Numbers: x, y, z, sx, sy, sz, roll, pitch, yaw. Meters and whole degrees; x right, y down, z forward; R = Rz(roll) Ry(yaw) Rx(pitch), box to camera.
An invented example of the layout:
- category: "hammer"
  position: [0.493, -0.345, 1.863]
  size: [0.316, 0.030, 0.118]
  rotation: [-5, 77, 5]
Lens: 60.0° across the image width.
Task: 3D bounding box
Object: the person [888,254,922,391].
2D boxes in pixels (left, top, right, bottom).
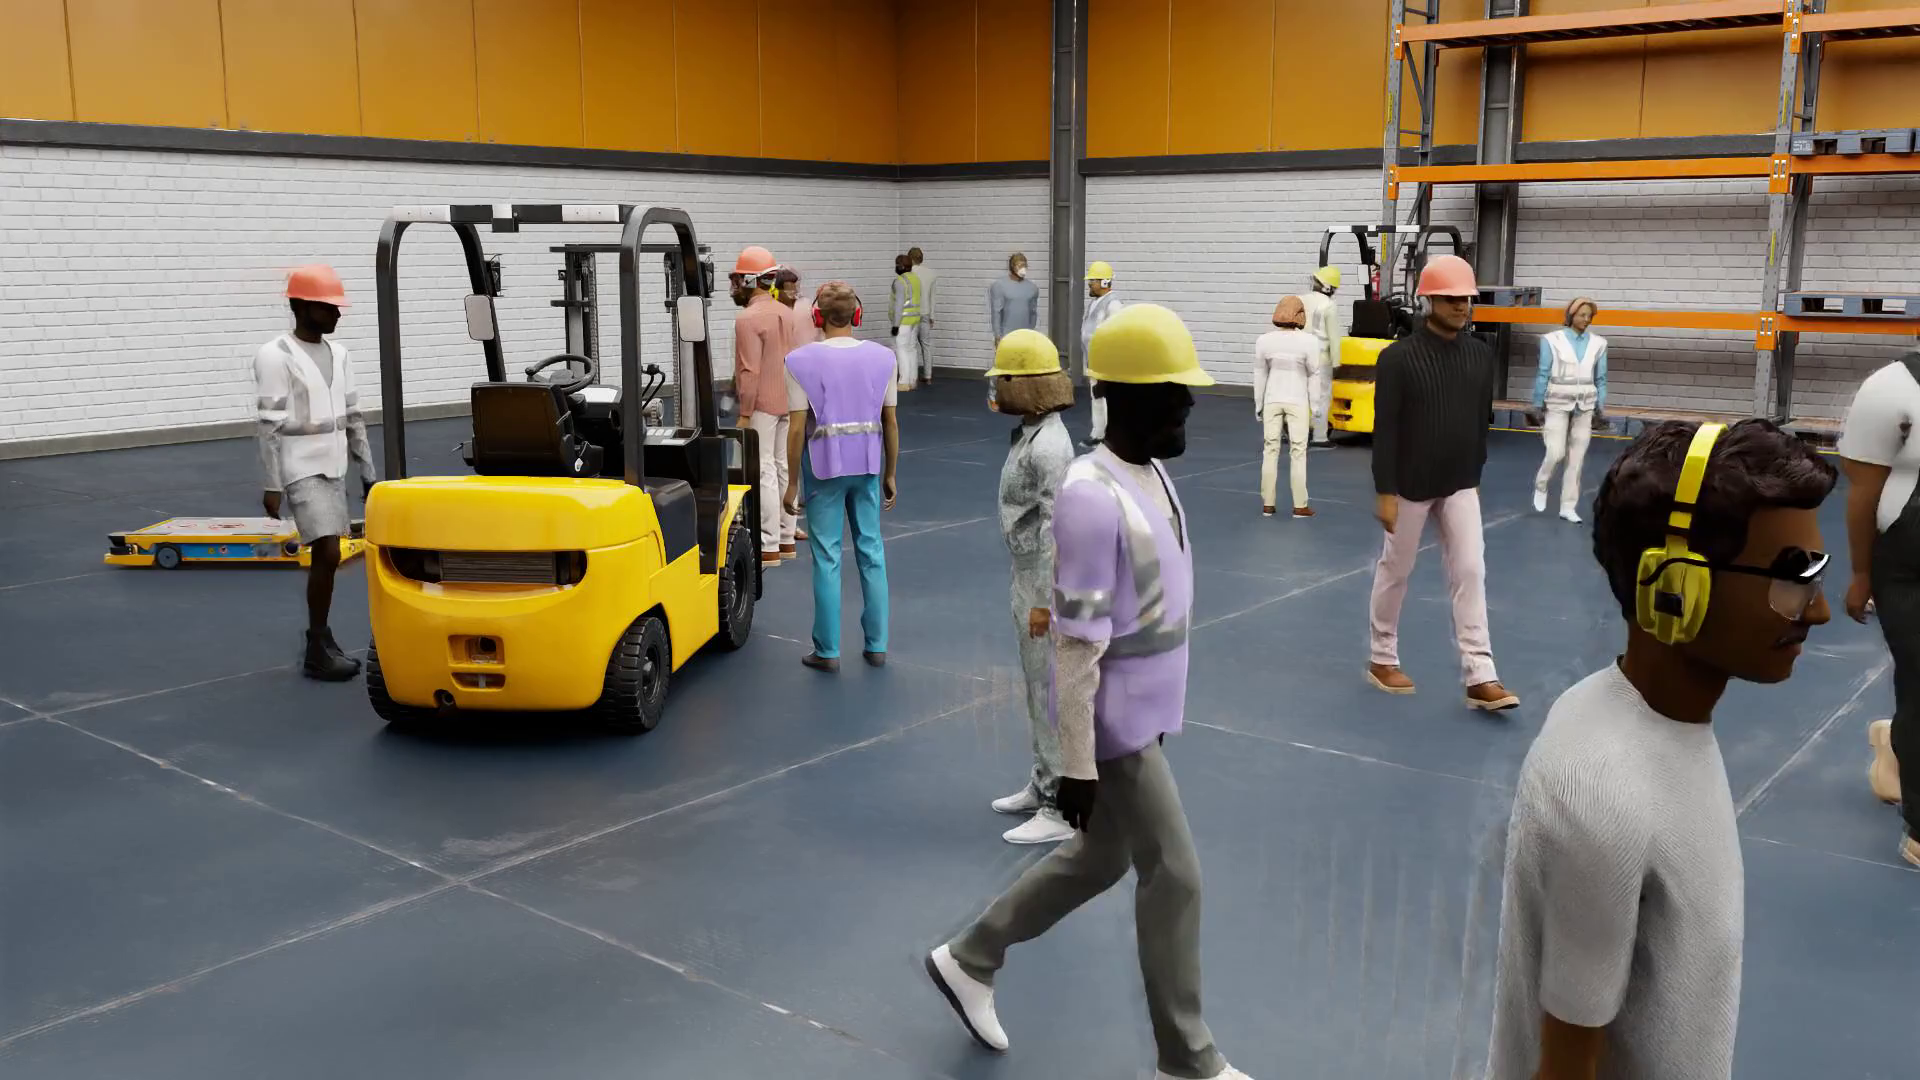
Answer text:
- category: "person"
  position: [-0.758, -2.944, 22.566]
  size: [0.429, 1.841, 0.634]
  rotation: [4, 11, 23]

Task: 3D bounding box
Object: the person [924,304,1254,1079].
- category: "person"
  position: [0.318, 0.390, 3.939]
  size: [0.866, 1.903, 0.587]
  rotation: [3, 11, 17]

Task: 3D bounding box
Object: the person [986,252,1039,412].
- category: "person"
  position: [0.608, -2.390, 19.349]
  size: [0.632, 1.905, 0.955]
  rotation: [-4, 11, -22]

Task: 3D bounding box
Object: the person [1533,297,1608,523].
- category: "person"
  position: [4.407, -0.941, 12.024]
  size: [0.521, 1.626, 0.389]
  rotation: [-1, 10, -5]

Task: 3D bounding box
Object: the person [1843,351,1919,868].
- category: "person"
  position: [3.263, 0.034, 5.513]
  size: [0.688, 2.000, 0.855]
  rotation: [0, 10, 0]

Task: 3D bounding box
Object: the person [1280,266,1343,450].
- category: "person"
  position: [3.382, -1.746, 16.067]
  size: [0.607, 1.788, 0.640]
  rotation: [-5, 12, -28]

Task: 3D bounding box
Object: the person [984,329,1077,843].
- category: "person"
  position: [0.245, 0.158, 5.651]
  size: [0.325, 1.740, 0.492]
  rotation: [-1, 10, -4]

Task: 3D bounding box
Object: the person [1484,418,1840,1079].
- category: "person"
  position: [0.790, 0.780, 1.916]
  size: [0.379, 1.856, 0.510]
  rotation: [5, 11, 24]

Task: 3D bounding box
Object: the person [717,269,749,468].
- category: "person"
  position: [-1.597, -1.050, 12.072]
  size: [0.847, 1.837, 0.524]
  rotation: [1, 10, 5]

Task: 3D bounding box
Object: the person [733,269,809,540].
- category: "person"
  position: [-1.293, -0.899, 11.223]
  size: [0.562, 1.848, 0.525]
  rotation: [2, 10, 11]

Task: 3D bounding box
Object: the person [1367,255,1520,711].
- category: "person"
  position: [2.090, -0.234, 7.199]
  size: [0.647, 1.958, 0.941]
  rotation: [-3, 11, -18]

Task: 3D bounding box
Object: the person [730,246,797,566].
- category: "person"
  position: [-1.241, -0.831, 10.427]
  size: [0.390, 1.995, 0.613]
  rotation: [4, 11, 21]

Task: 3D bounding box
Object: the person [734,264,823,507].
- category: "person"
  position: [-1.368, -1.181, 12.779]
  size: [1.025, 1.852, 0.661]
  rotation: [4, 11, 22]

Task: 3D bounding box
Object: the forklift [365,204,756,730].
- category: "forklift"
  position: [-1.766, -0.406, 7.525]
  size: [1.214, 2.155, 2.313]
  rotation: [1, 10, 7]

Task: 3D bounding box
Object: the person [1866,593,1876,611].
- category: "person"
  position: [5.303, -0.445, 8.791]
  size: [1.001, 1.847, 0.593]
  rotation: [4, 11, 20]

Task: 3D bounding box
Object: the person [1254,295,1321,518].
- category: "person"
  position: [2.409, -0.980, 12.253]
  size: [0.498, 1.634, 0.283]
  rotation: [6, 12, 29]

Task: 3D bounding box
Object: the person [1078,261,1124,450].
- category: "person"
  position: [1.377, -1.791, 16.220]
  size: [0.403, 1.827, 0.590]
  rotation: [-4, 11, -20]

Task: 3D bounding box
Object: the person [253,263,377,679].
- category: "person"
  position: [-2.911, -0.311, 7.732]
  size: [0.540, 1.923, 0.581]
  rotation: [3, 11, 18]

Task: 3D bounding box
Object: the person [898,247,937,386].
- category: "person"
  position: [-0.609, -3.129, 23.321]
  size: [0.635, 1.937, 0.352]
  rotation: [-8, 13, -38]

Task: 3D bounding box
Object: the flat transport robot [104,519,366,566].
- category: "flat transport robot"
  position: [-4.574, 0.005, 10.578]
  size: [1.431, 0.197, 0.652]
  rotation: [0, 10, 1]

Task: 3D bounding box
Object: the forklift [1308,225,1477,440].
- category: "forklift"
  position: [4.449, -2.115, 16.993]
  size: [1.214, 2.155, 2.313]
  rotation: [8, 13, 38]

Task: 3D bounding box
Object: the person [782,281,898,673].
- category: "person"
  position: [-0.552, -0.289, 7.852]
  size: [0.571, 1.840, 0.374]
  rotation: [-5, 11, -25]
